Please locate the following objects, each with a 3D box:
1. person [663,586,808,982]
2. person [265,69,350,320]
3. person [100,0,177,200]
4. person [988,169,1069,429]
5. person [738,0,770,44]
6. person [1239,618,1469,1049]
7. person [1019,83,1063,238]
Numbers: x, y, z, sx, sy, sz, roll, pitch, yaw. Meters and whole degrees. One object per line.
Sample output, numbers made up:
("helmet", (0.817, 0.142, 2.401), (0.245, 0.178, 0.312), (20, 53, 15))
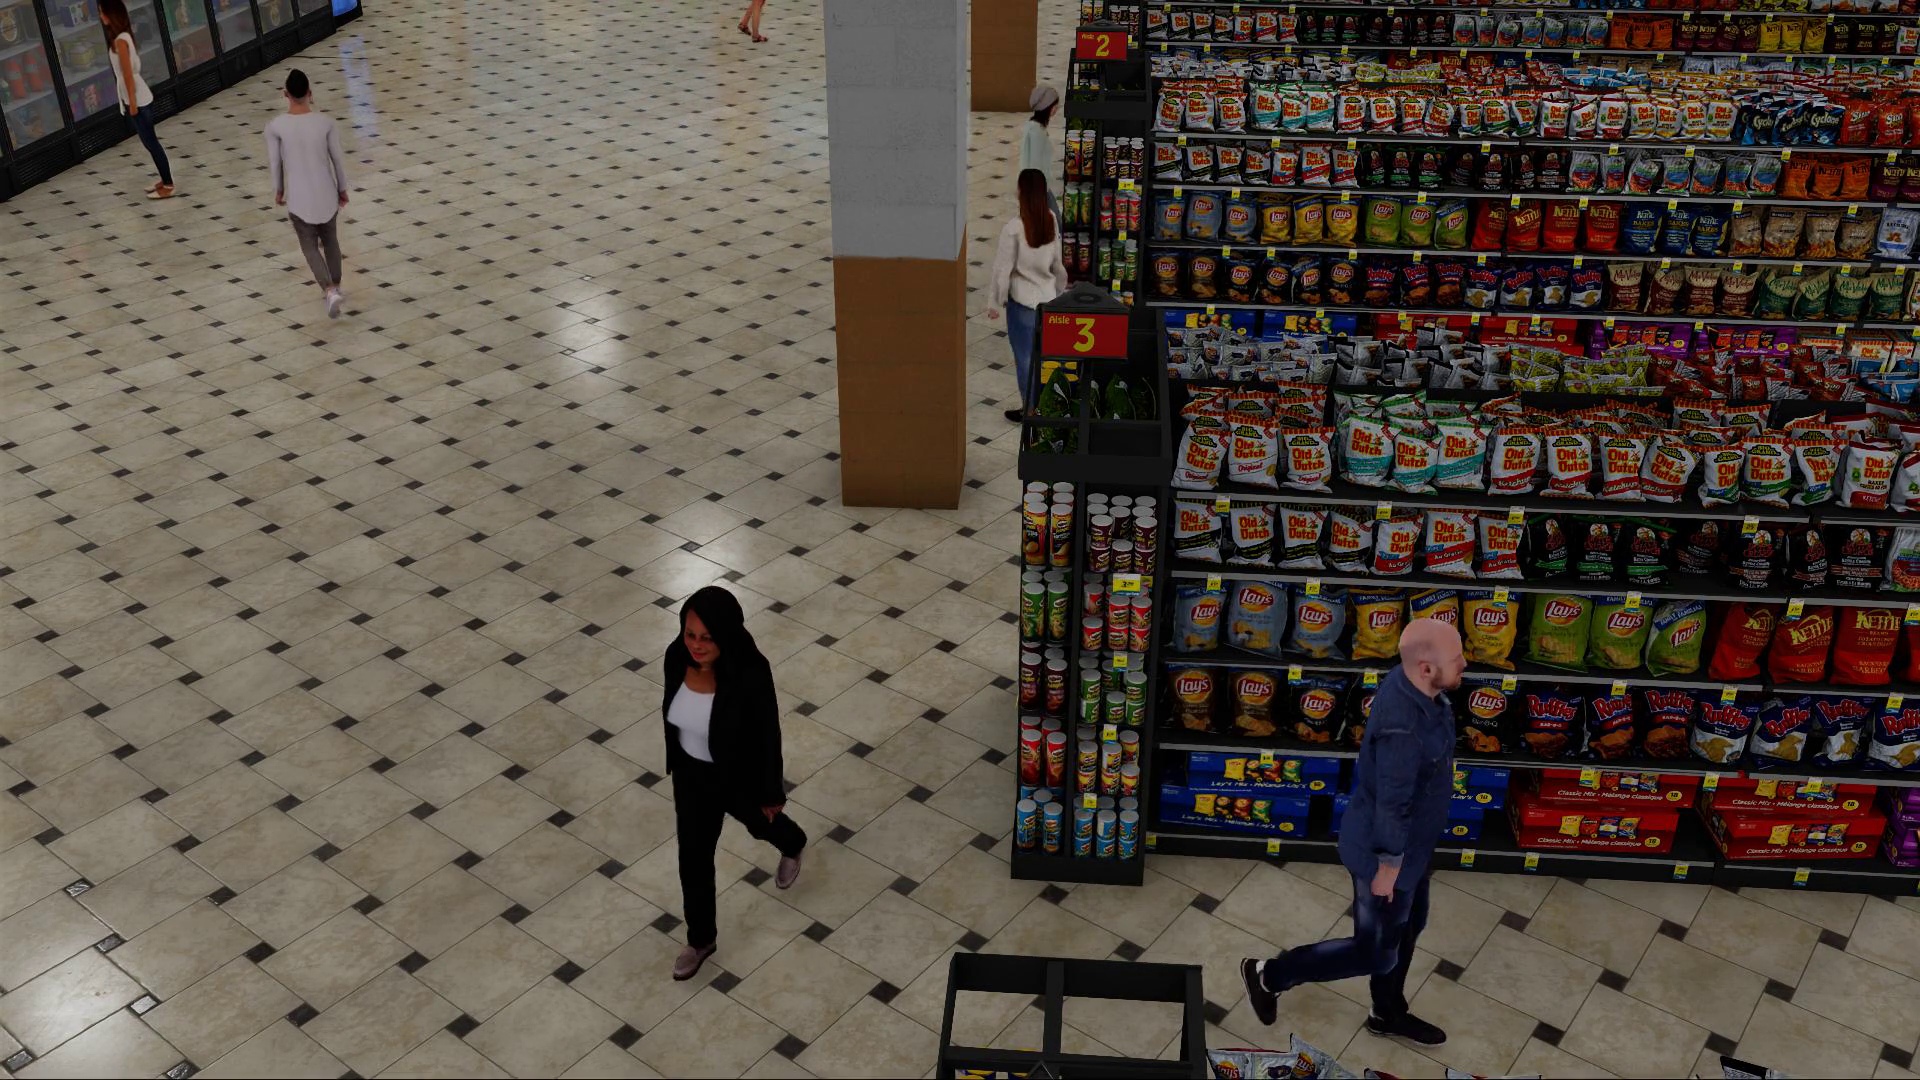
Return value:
("person", (-0.853, 0.848, 6.400), (1.126, 1.583, 0.938), (10, 30, 18))
("person", (-4.811, -2.542, 12.366), (1.127, 1.815, 1.128), (-17, 33, -28))
("person", (-7.431, -3.996, 15.067), (0.676, 1.779, 0.660), (-12, 31, -21))
("person", (0.506, -1.510, 10.618), (0.824, 1.679, 0.881), (-25, 38, -38))
("person", (-2.650, -7.047, 20.858), (0.809, 1.585, 0.737), (-12, 31, -21))
("person", (1.421, 1.060, 5.774), (1.066, 1.810, 0.849), (8, 30, 14))
("person", (0.517, -2.697, 12.848), (0.788, 1.626, 0.753), (-4, 29, -7))
